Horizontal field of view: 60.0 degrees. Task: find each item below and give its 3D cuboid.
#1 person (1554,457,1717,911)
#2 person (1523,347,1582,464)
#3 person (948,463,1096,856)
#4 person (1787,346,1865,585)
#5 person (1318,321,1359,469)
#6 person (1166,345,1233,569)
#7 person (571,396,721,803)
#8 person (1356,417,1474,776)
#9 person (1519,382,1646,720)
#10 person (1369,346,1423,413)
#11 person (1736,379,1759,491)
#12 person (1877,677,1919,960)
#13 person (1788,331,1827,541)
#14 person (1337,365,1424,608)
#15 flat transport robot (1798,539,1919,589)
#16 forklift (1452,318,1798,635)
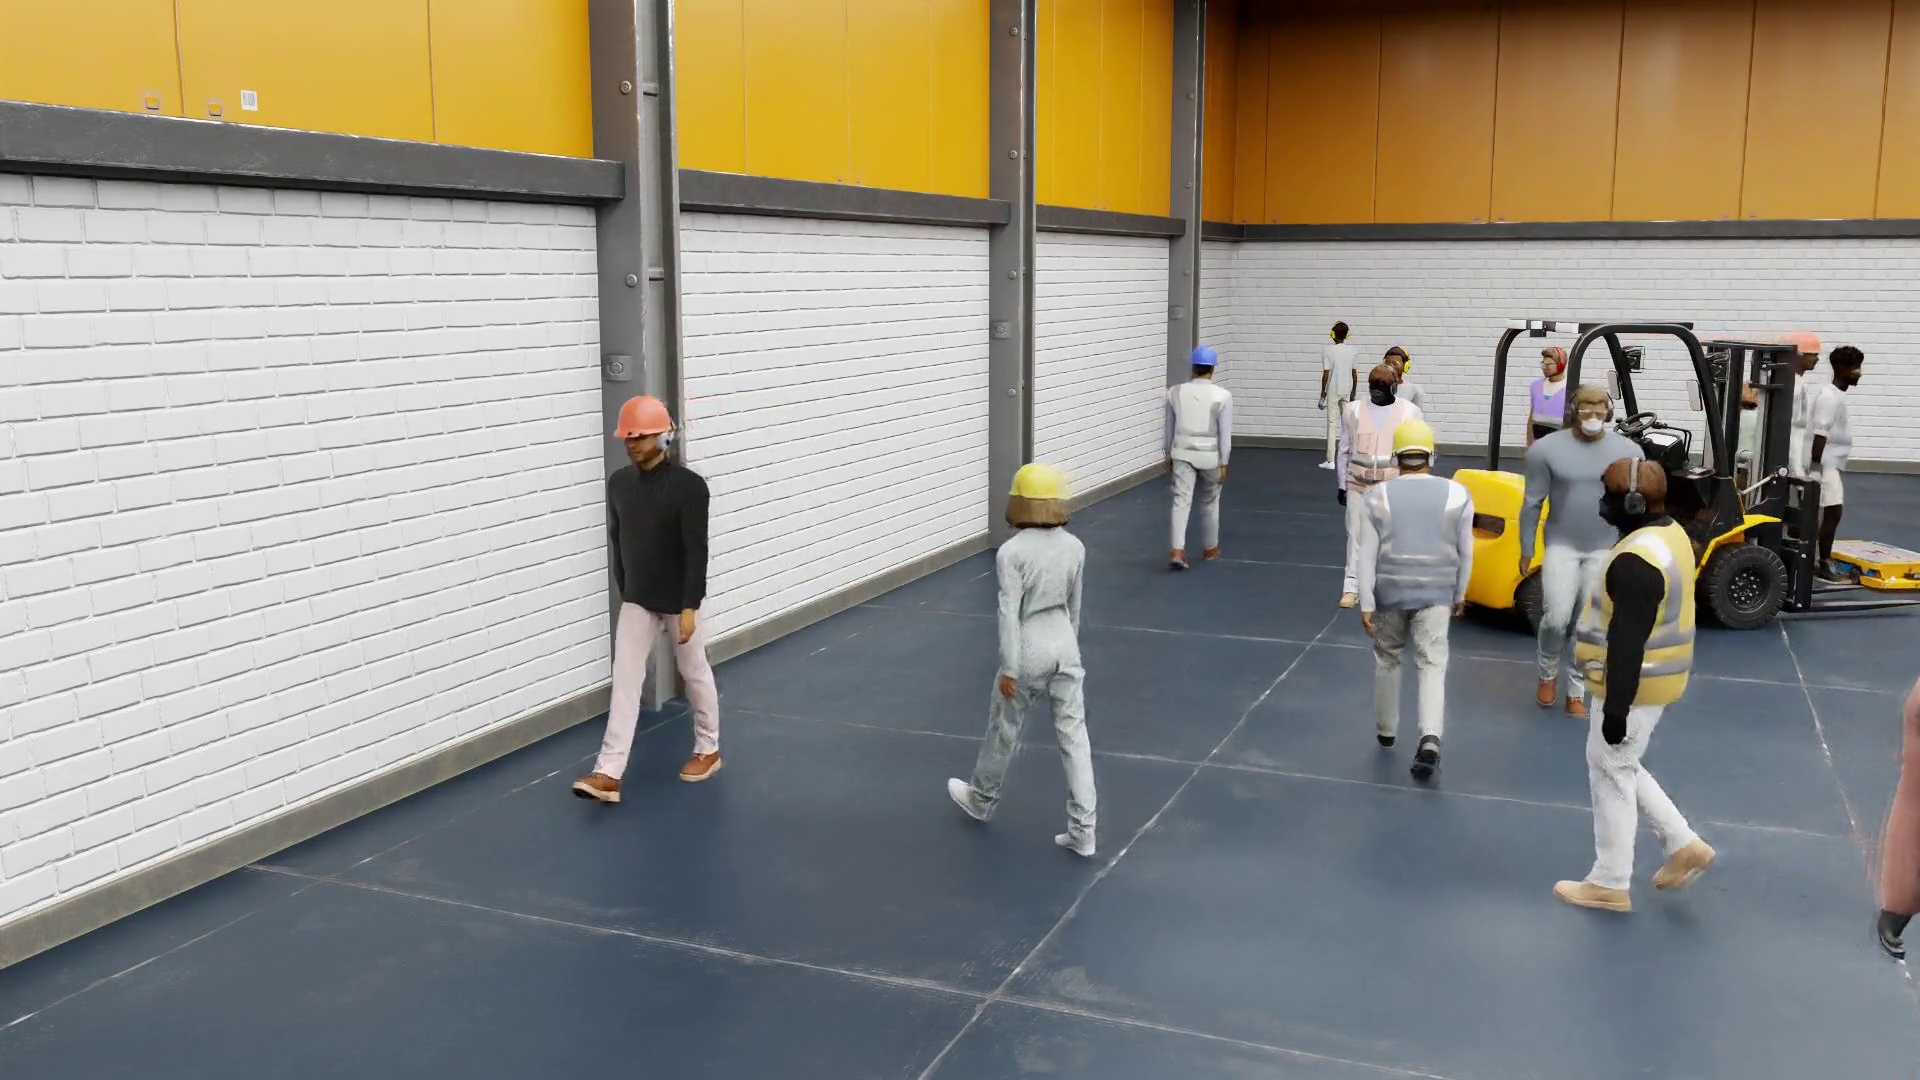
[{"bbox_3d":[2.667,0.583,6.539,0.492,1.828,0.638,6,11,32],"label":"person"},{"bbox_3d":[5.354,-0.816,14.994,0.393,1.839,0.563,-6,11,-33],"label":"person"},{"bbox_3d":[0.312,0.505,7.416,0.506,1.696,0.896,-6,11,-33],"label":"person"},{"bbox_3d":[7.043,-0.616,13.568,0.593,1.925,0.664,6,11,32],"label":"person"},{"bbox_3d":[4.776,-1.826,21.021,0.508,1.872,0.328,-2,10,-14],"label":"person"},{"bbox_3d":[2.017,-0.709,14.196,0.601,1.904,0.997,4,10,21],"label":"person"},{"bbox_3d":[-1.483,0.283,7.995,0.636,1.936,1.010,4,10,25],"label":"person"},{"bbox_3d":[2.320,0.279,8.492,0.586,1.804,0.820,2,10,11],"label":"person"},{"bbox_3d":[3.504,0.070,9.383,0.657,1.920,0.429,1,9,8],"label":"person"},{"bbox_3d":[3.752,-0.747,14.474,0.514,1.876,0.328,6,11,33],"label":"person"},{"bbox_3d":[6.643,-0.560,14.128,0.595,1.619,0.504,-4,10,-25],"label":"person"},{"bbox_3d":[2.768,0.950,4.248,0.992,1.850,0.681,-6,11,-30],"label":"person"},{"bbox_3d":[7.274,-0.786,14.340,0.984,1.999,0.613,3,10,19],"label":"person"},{"bbox_3d":[3.119,-0.389,12.423,0.619,1.839,0.430,3,10,19],"label":"person"},{"bbox_3d":[7.485,0.181,13.692,0.652,0.197,1.431,-1,9,-4],"label":"flat transport robot"},{"bbox_3d":[4.706,-0.497,11.990,2.313,2.155,1.214,-2,10,-10],"label":"forklift"}]
